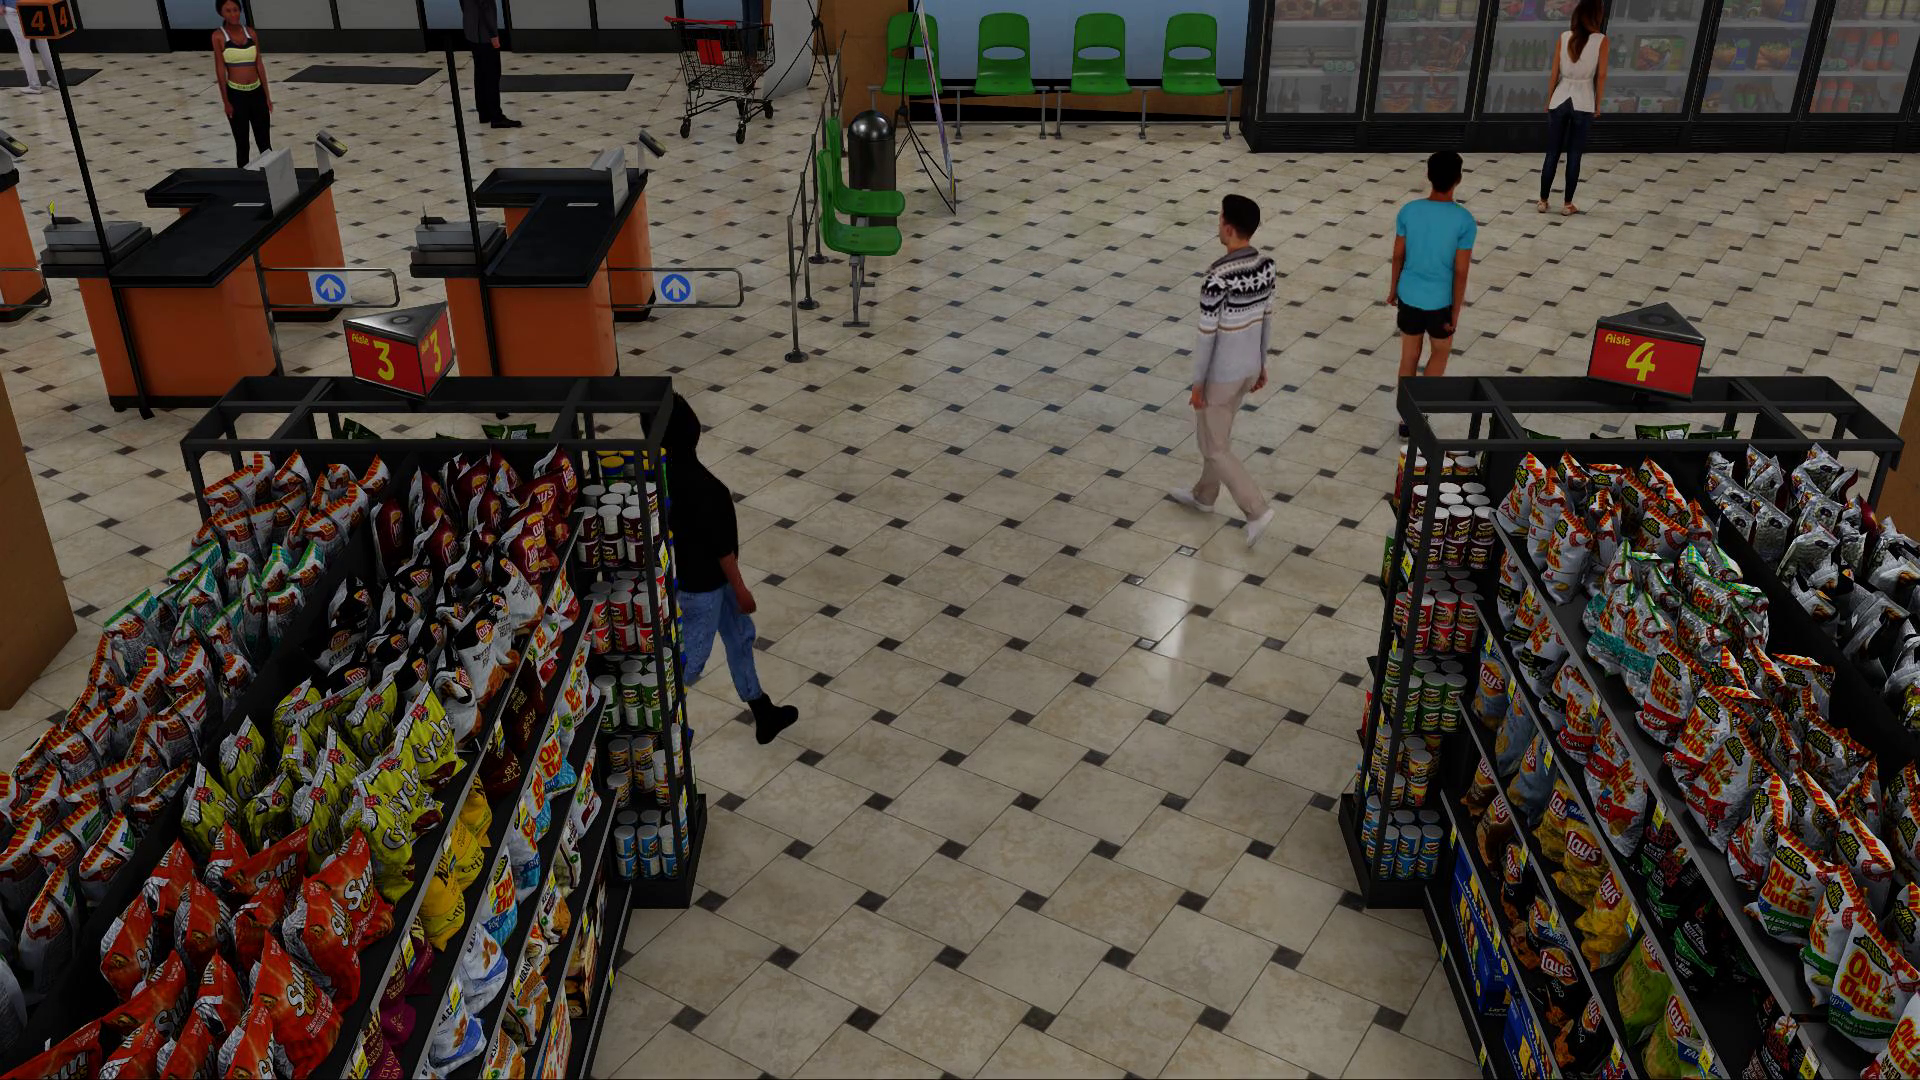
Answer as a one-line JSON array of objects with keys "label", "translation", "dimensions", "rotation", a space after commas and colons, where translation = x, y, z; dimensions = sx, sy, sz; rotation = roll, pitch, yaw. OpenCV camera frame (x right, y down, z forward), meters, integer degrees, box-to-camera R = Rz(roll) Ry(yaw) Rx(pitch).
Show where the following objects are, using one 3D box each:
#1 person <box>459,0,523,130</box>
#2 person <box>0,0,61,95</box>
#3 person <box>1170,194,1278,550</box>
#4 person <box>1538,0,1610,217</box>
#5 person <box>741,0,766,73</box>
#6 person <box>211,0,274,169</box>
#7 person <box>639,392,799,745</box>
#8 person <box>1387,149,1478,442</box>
[{"label": "person", "translation": [-4.667, -4.986, 16.259], "dimensions": [0.861, 1.842, 0.774], "rotation": [-21, 35, -34]}, {"label": "person", "translation": [-9.852, -5.651, 17.430], "dimensions": [0.806, 1.888, 0.704], "rotation": [17, 33, 28]}, {"label": "person", "translation": [1.462, -0.866, 8.709], "dimensions": [1.091, 1.845, 1.178], "rotation": [-23, 36, -36]}, {"label": "person", "translation": [5.060, -3.581, 13.747], "dimensions": [0.676, 1.782, 0.685], "rotation": [15, 32, 26]}, {"label": "person", "translation": [-2.318, -6.107, 18.364], "dimensions": [0.737, 1.791, 0.622], "rotation": [-15, 32, -26]}, {"label": "person", "translation": [-6.011, -3.699, 13.991], "dimensions": [0.639, 1.755, 0.693], "rotation": [-24, 37, -37]}, {"label": "person", "translation": [-1.164, 0.223, 6.916], "dimensions": [0.885, 1.651, 1.052], "rotation": [-9, 30, -16]}, {"label": "person", "translation": [2.706, -1.374, 9.726], "dimensions": [0.757, 1.762, 0.801], "rotation": [14, 32, 24]}]
